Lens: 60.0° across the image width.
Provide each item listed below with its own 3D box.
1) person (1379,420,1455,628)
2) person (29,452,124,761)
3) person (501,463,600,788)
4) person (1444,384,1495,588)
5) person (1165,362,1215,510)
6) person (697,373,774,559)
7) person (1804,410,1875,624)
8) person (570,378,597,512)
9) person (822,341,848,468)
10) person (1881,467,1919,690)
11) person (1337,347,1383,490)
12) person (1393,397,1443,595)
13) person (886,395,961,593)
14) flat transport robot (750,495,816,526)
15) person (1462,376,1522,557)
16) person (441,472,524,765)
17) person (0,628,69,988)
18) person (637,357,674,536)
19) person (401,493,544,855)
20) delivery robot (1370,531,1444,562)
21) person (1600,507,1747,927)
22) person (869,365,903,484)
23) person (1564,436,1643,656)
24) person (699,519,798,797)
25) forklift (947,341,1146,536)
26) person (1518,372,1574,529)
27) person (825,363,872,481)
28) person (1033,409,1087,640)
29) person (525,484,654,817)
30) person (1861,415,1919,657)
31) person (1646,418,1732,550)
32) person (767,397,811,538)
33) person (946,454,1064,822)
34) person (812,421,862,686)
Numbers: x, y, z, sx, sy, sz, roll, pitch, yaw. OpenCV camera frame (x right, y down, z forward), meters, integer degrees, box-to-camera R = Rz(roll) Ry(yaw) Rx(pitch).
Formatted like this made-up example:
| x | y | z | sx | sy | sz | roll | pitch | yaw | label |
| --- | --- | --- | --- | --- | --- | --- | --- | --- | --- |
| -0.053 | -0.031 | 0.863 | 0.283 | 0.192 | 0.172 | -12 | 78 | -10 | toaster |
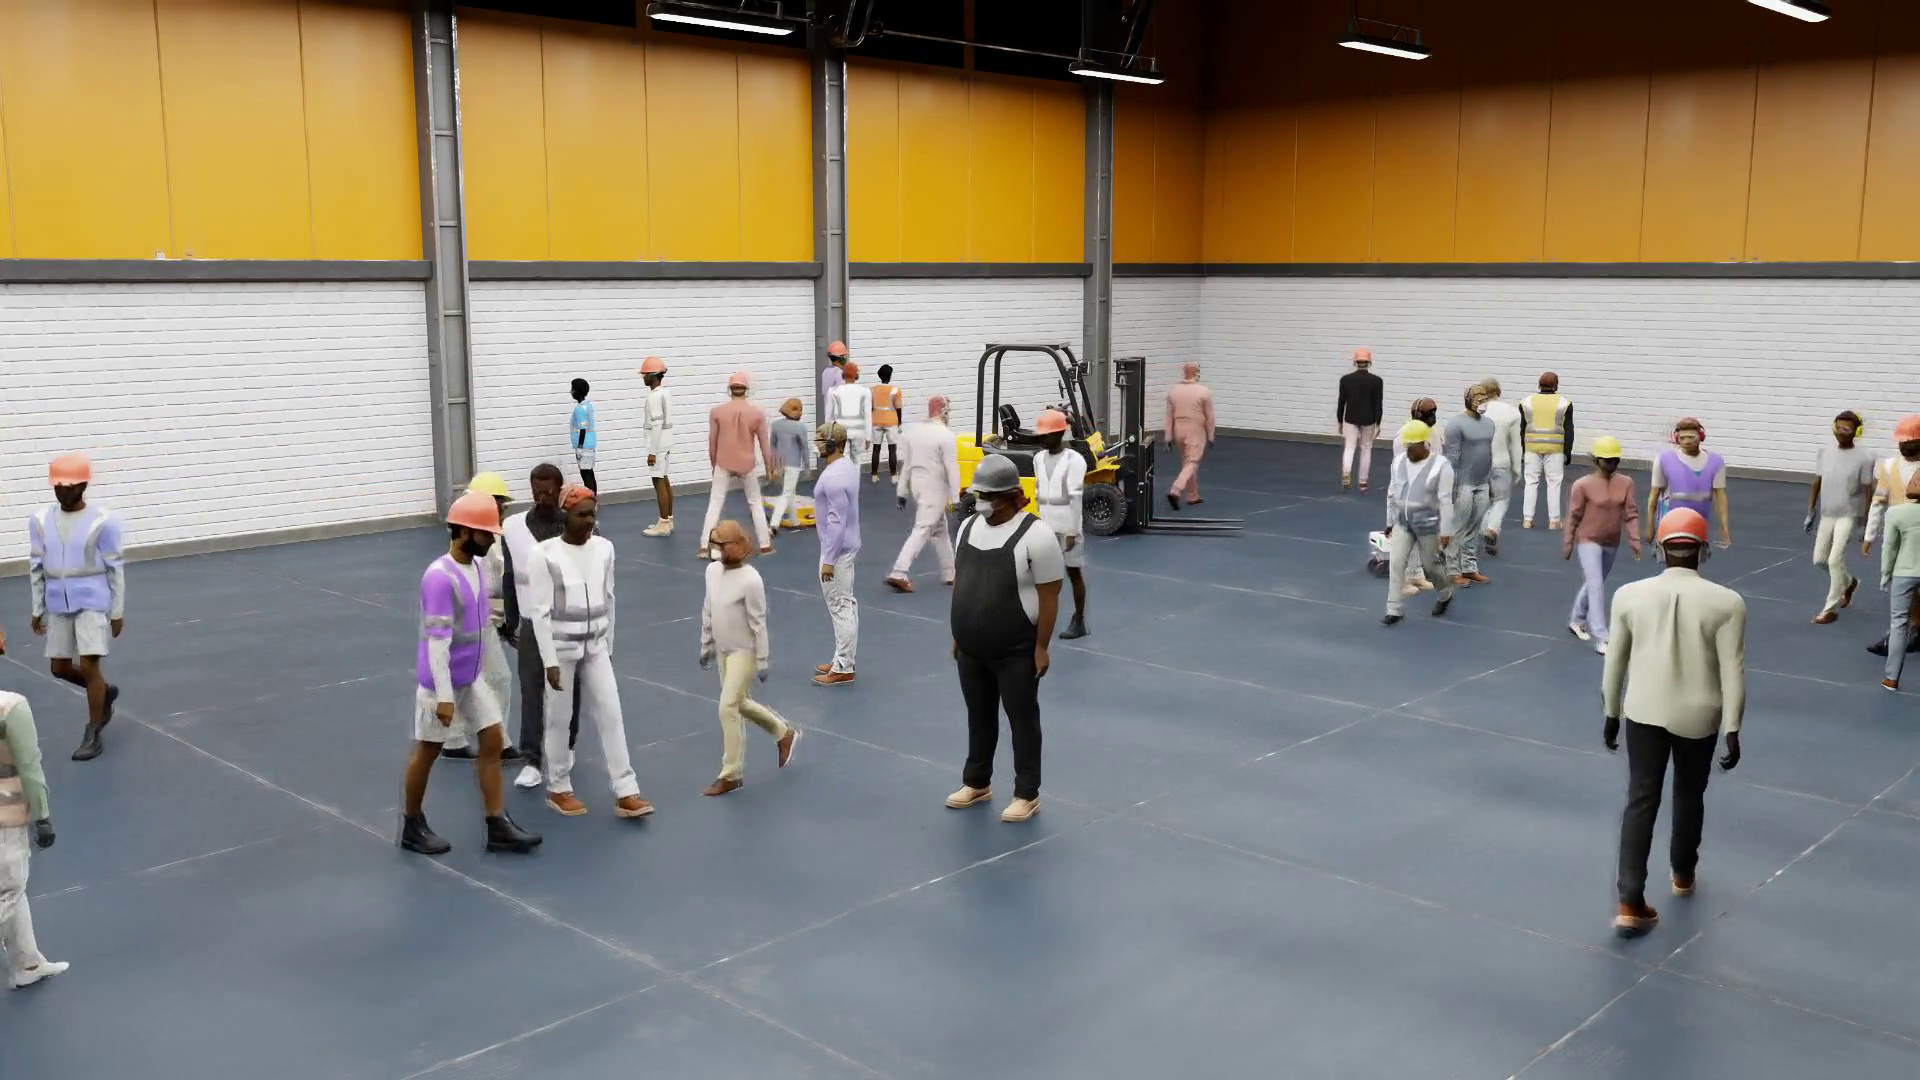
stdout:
| x | y | z | sx | sy | sz | roll | pitch | yaw | label |
| --- | --- | --- | --- | --- | --- | --- | --- | --- | --- |
| 3.954 | -0.164 | 14.242 | 0.629 | 1.784 | 0.881 | 9 | 13 | 42 | person |
| -5.499 | 0.386 | 10.444 | 0.560 | 1.916 | 0.656 | 0 | 9 | 0 | person |
| -2.419 | 0.504 | 9.767 | 0.605 | 1.887 | 0.893 | 0 | 9 | -2 | person |
| 4.892 | -0.522 | 15.939 | 0.630 | 1.940 | 0.372 | -7 | 11 | -35 | person |
| 2.893 | -1.326 | 21.109 | 0.926 | 1.872 | 0.631 | -9 | 13 | -44 | person |
| -2.348 | -0.770 | 17.496 | 0.820 | 1.942 | 0.568 | -2 | 9 | -10 | person |
| 7.595 | -0.211 | 14.310 | 0.665 | 1.849 | 0.531 | -5 | 11 | -29 | person |
| -4.642 | -1.145 | 20.497 | 0.317 | 1.695 | 0.540 | 0 | 9 | -3 | person |
| -1.676 | -1.711 | 22.890 | 0.357 | 2.047 | 0.615 | -5 | 11 | -29 | person |
| 6.872 | 0.285 | 11.920 | 0.497 | 1.635 | 0.286 | 5 | 10 | 27 | person |
| 5.427 | -1.631 | 22.626 | 0.613 | 1.977 | 0.801 | 4 | 10 | 22 | person |
| 4.312 | -0.420 | 15.611 | 0.627 | 1.843 | 0.429 | -9 | 13 | -42 | person |
| -0.303 | -0.436 | 15.739 | 0.995 | 1.850 | 0.662 | -6 | 11 | -34 | person |
| -2.008 | -0.369 | 20.098 | 0.652 | 0.197 | 1.431 | -4 | 10 | -24 | flat transport robot |
| 5.529 | -0.746 | 17.389 | 0.661 | 1.913 | 0.552 | 4 | 10 | 25 | person |
| -2.913 | 0.485 | 10.215 | 0.663 | 1.790 | 0.622 | -2 | 9 | -10 | person |
| -3.981 | 1.142 | 6.741 | 0.518 | 1.616 | 0.750 | 3 | 10 | 20 | person |
| -3.466 | -1.063 | 18.934 | 0.379 | 2.041 | 0.616 | 0 | 9 | 2 | person |
| -2.539 | 0.703 | 8.565 | 0.898 | 1.886 | 0.616 | 2 | 9 | 12 | person |
| 4.435 | 0.033 | 16.477 | 0.707 | 0.478 | 0.477 | -1 | 9 | -4 | delivery robot |
| 3.316 | 0.825 | 7.787 | 0.639 | 1.927 | 1.025 | 5 | 11 | 30 | person |
| -1.057 | -1.632 | 23.516 | 0.532 | 1.691 | 0.321 | 3 | 10 | 18 | person |
| 5.101 | 0.019 | 13.296 | 0.526 | 1.718 | 0.921 | -2 | 10 | -13 | person |
| -1.249 | 0.653 | 9.758 | 0.715 | 1.603 | 0.518 | -8 | 12 | -40 | person |
| 0.977 | -1.223 | 19.452 | 2.313 | 2.155 | 1.214 | 2 | 9 | 11 | forklift |
| 6.835 | -1.044 | 19.442 | 0.633 | 1.839 | 0.429 | 5 | 10 | 26 | person |
| -1.437 | -1.350 | 21.333 | 0.586 | 1.823 | 1.011 | -2 | 9 | -11 | person |
| 0.734 | -0.095 | 13.447 | 0.568 | 1.901 | 0.886 | 8 | 12 | 41 | person |
| -2.035 | 0.635 | 9.086 | 0.763 | 1.855 | 0.595 | 9 | 13 | 44 | person |
| 7.343 | -0.023 | 12.997 | 0.914 | 1.893 | 0.577 | -5 | 10 | -26 | person |
| 6.008 | -0.085 | 13.641 | 0.548 | 1.812 | 0.657 | -2 | 10 | -15 | person |
| -1.967 | -0.828 | 18.881 | 0.513 | 1.585 | 0.829 | 6 | 11 | 32 | person |
| 0.194 | 0.531 | 9.168 | 0.687 | 2.000 | 0.535 | 7 | 12 | 38 | person |
| -0.910 | 0.097 | 12.143 | 0.372 | 1.940 | 0.627 | 0 | 9 | 3 | person |
